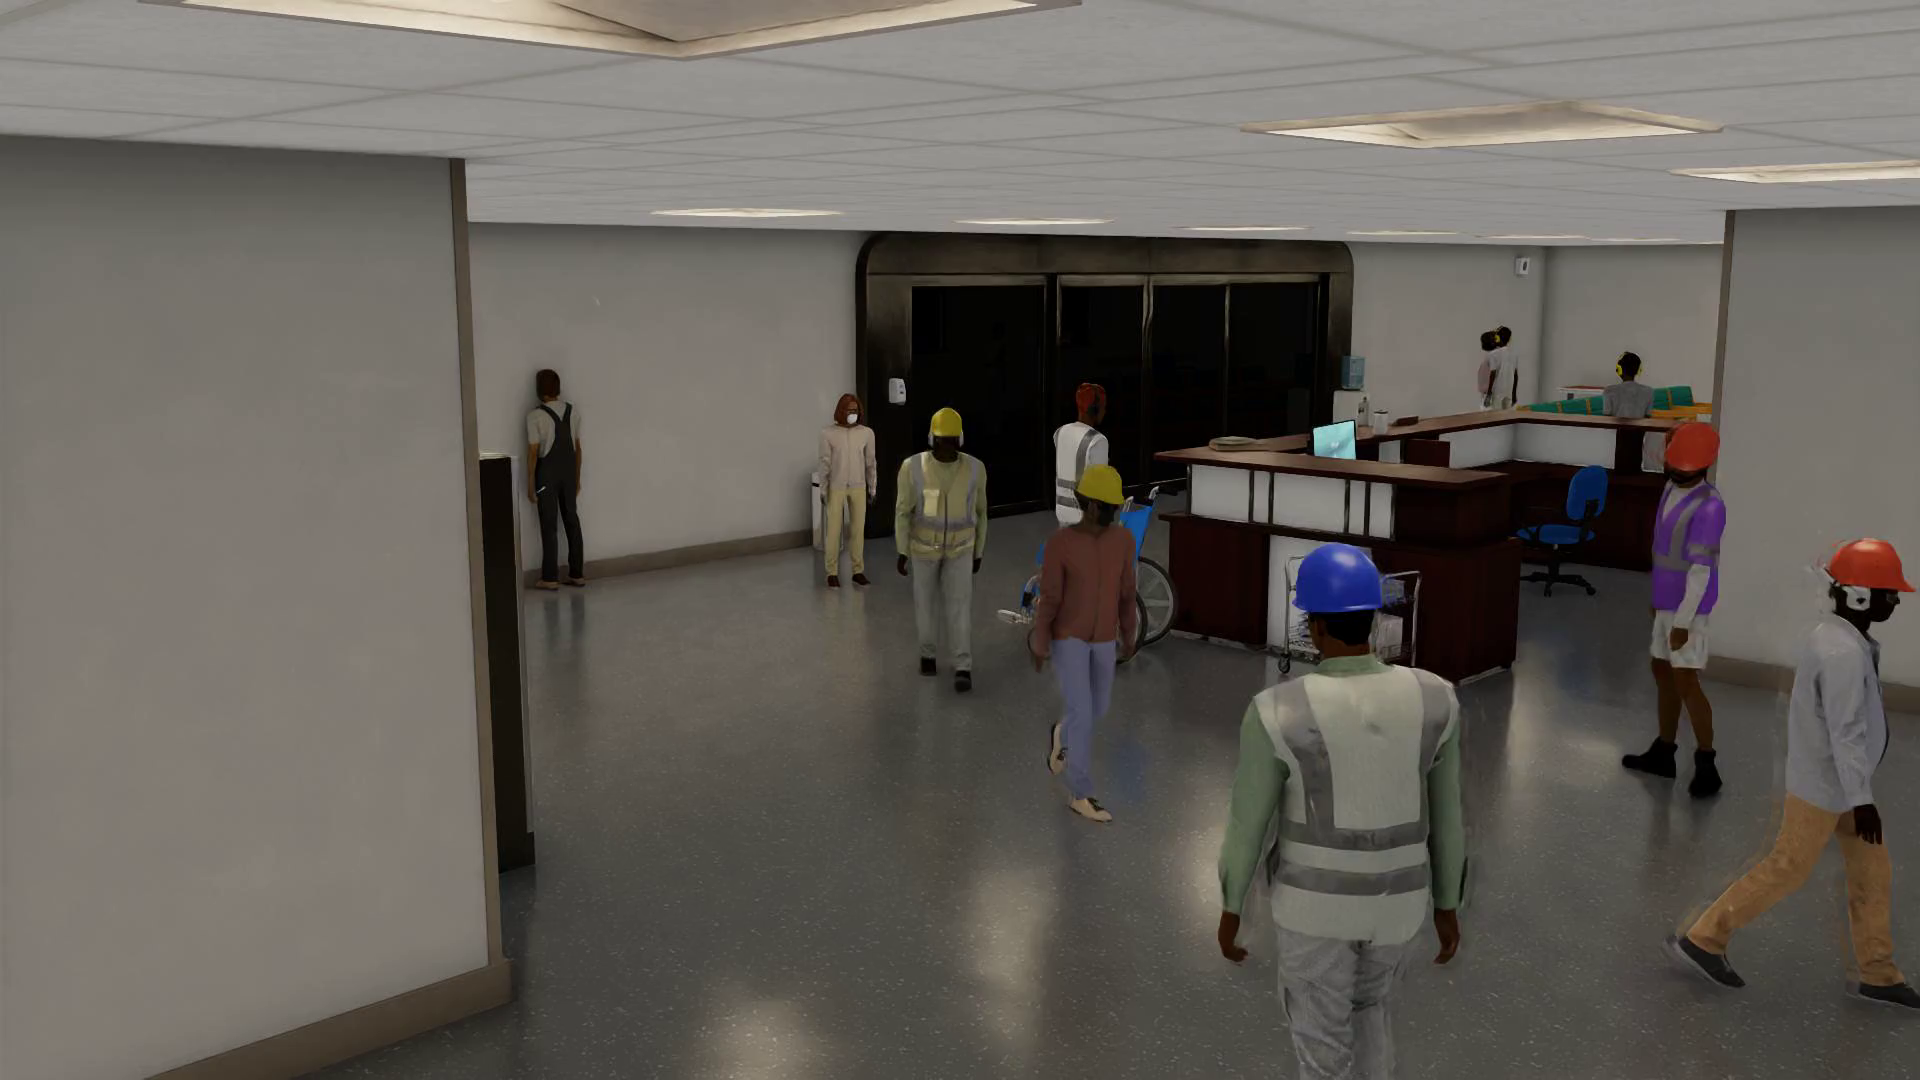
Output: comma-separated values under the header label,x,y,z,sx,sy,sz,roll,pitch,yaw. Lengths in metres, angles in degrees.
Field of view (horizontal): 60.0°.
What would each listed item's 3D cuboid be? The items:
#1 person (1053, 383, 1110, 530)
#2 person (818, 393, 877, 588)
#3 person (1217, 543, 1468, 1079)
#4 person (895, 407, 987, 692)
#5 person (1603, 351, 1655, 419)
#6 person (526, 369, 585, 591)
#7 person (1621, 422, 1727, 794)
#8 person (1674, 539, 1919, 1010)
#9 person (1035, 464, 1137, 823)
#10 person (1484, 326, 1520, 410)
label,x,y,z,sx,sy,sz,roll,pitch,yaw
person,0.851,-0.152,11.556,0.355,1.879,0.583,-5,11,-29
person,-0.939,-0.414,13.928,0.506,1.628,0.286,-3,10,-20
person,1.008,0.961,4.542,0.652,1.925,0.571,-2,10,-13
person,-0.112,0.052,10.562,0.608,1.780,0.945,-1,9,-6
person,6.419,-0.882,16.073,0.503,1.864,0.329,0,9,2
person,-3.356,-0.495,13.772,0.344,1.841,0.506,9,13,43
person,3.703,0.337,8.502,0.395,1.893,0.668,1,9,5
person,3.088,0.834,5.999,0.858,1.717,0.564,6,11,33
person,0.582,0.461,8.244,0.559,1.732,0.748,-5,10,-27
person,7.479,-2.016,22.994,0.523,1.870,0.317,-4,10,-22
